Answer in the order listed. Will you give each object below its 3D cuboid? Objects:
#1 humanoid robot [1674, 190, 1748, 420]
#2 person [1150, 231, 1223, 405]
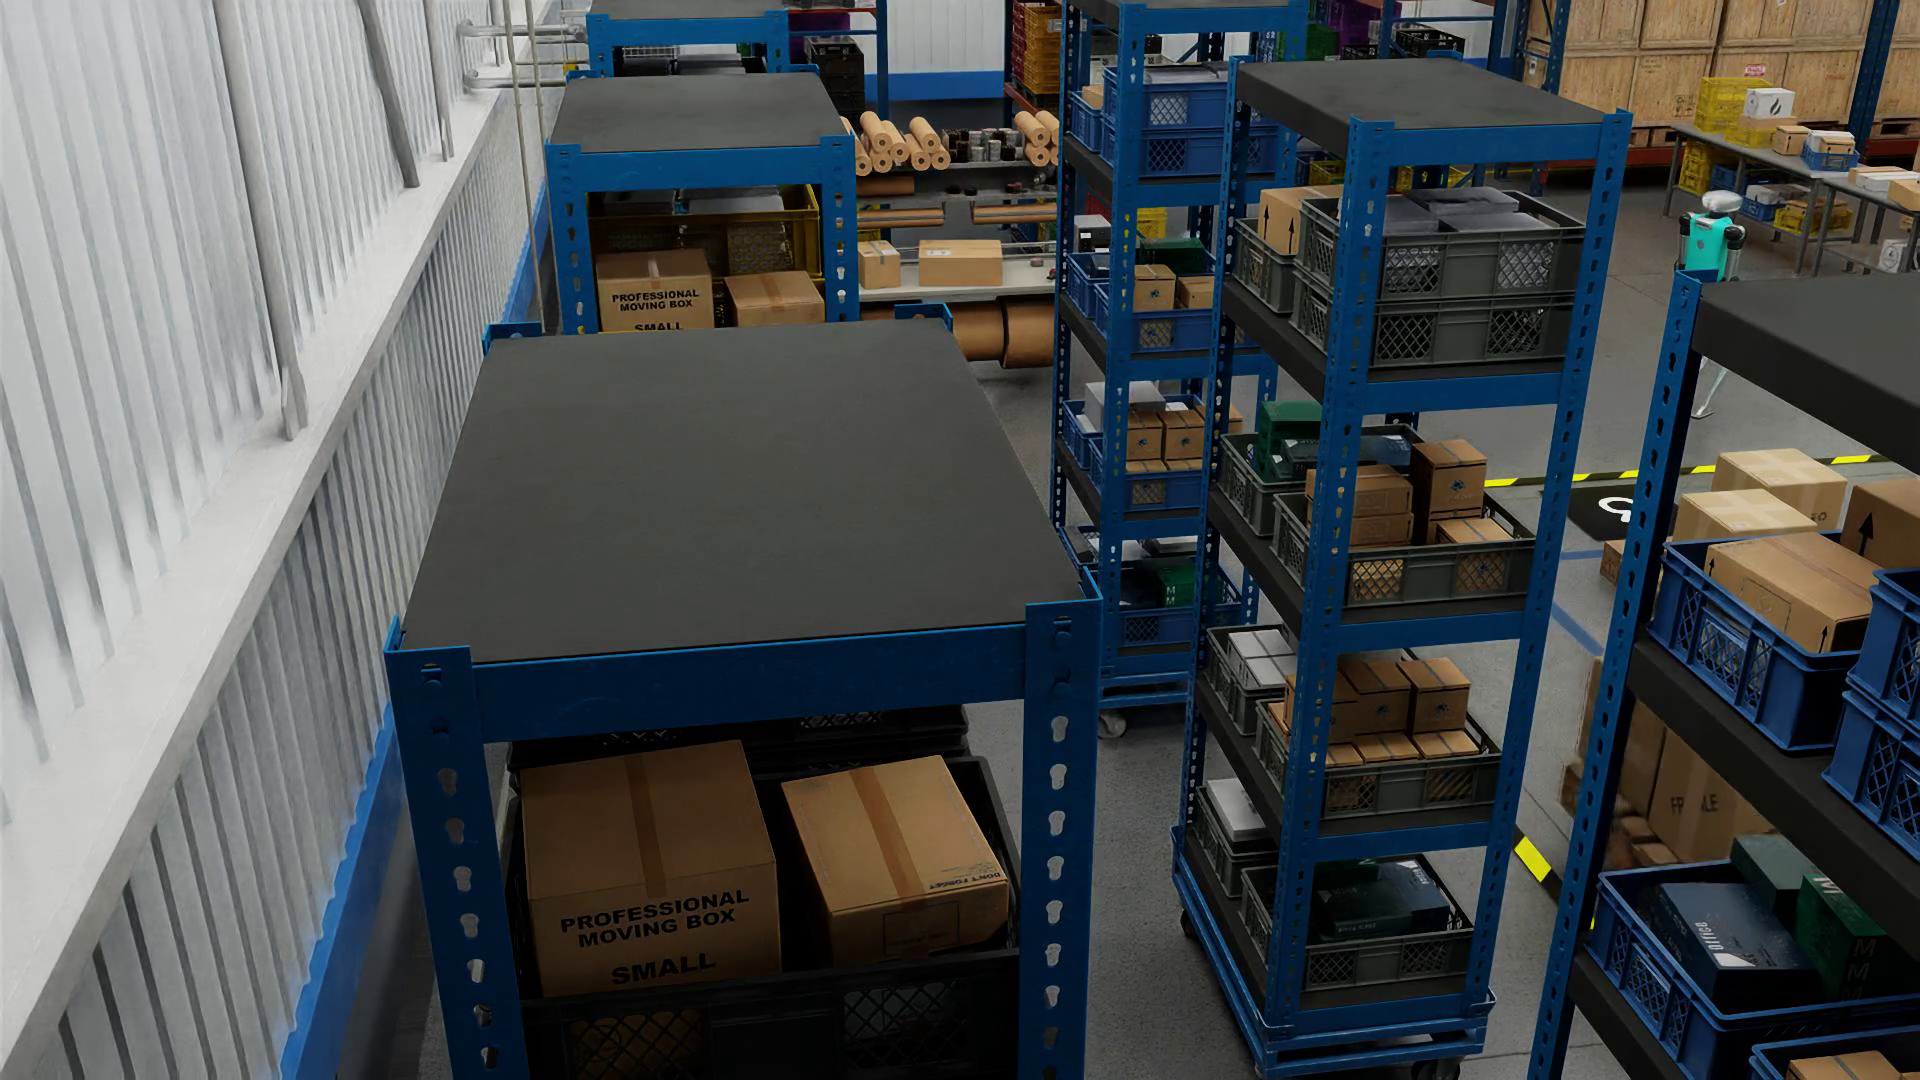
[{"bbox_3d":[5.556,-1.727,12.140,0.735,1.672,0.533,-12,27,-24],"label":"humanoid robot"},{"bbox_3d":[1.475,-1.098,10.790,0.587,1.853,0.376,-3,25,-6],"label":"person"}]
